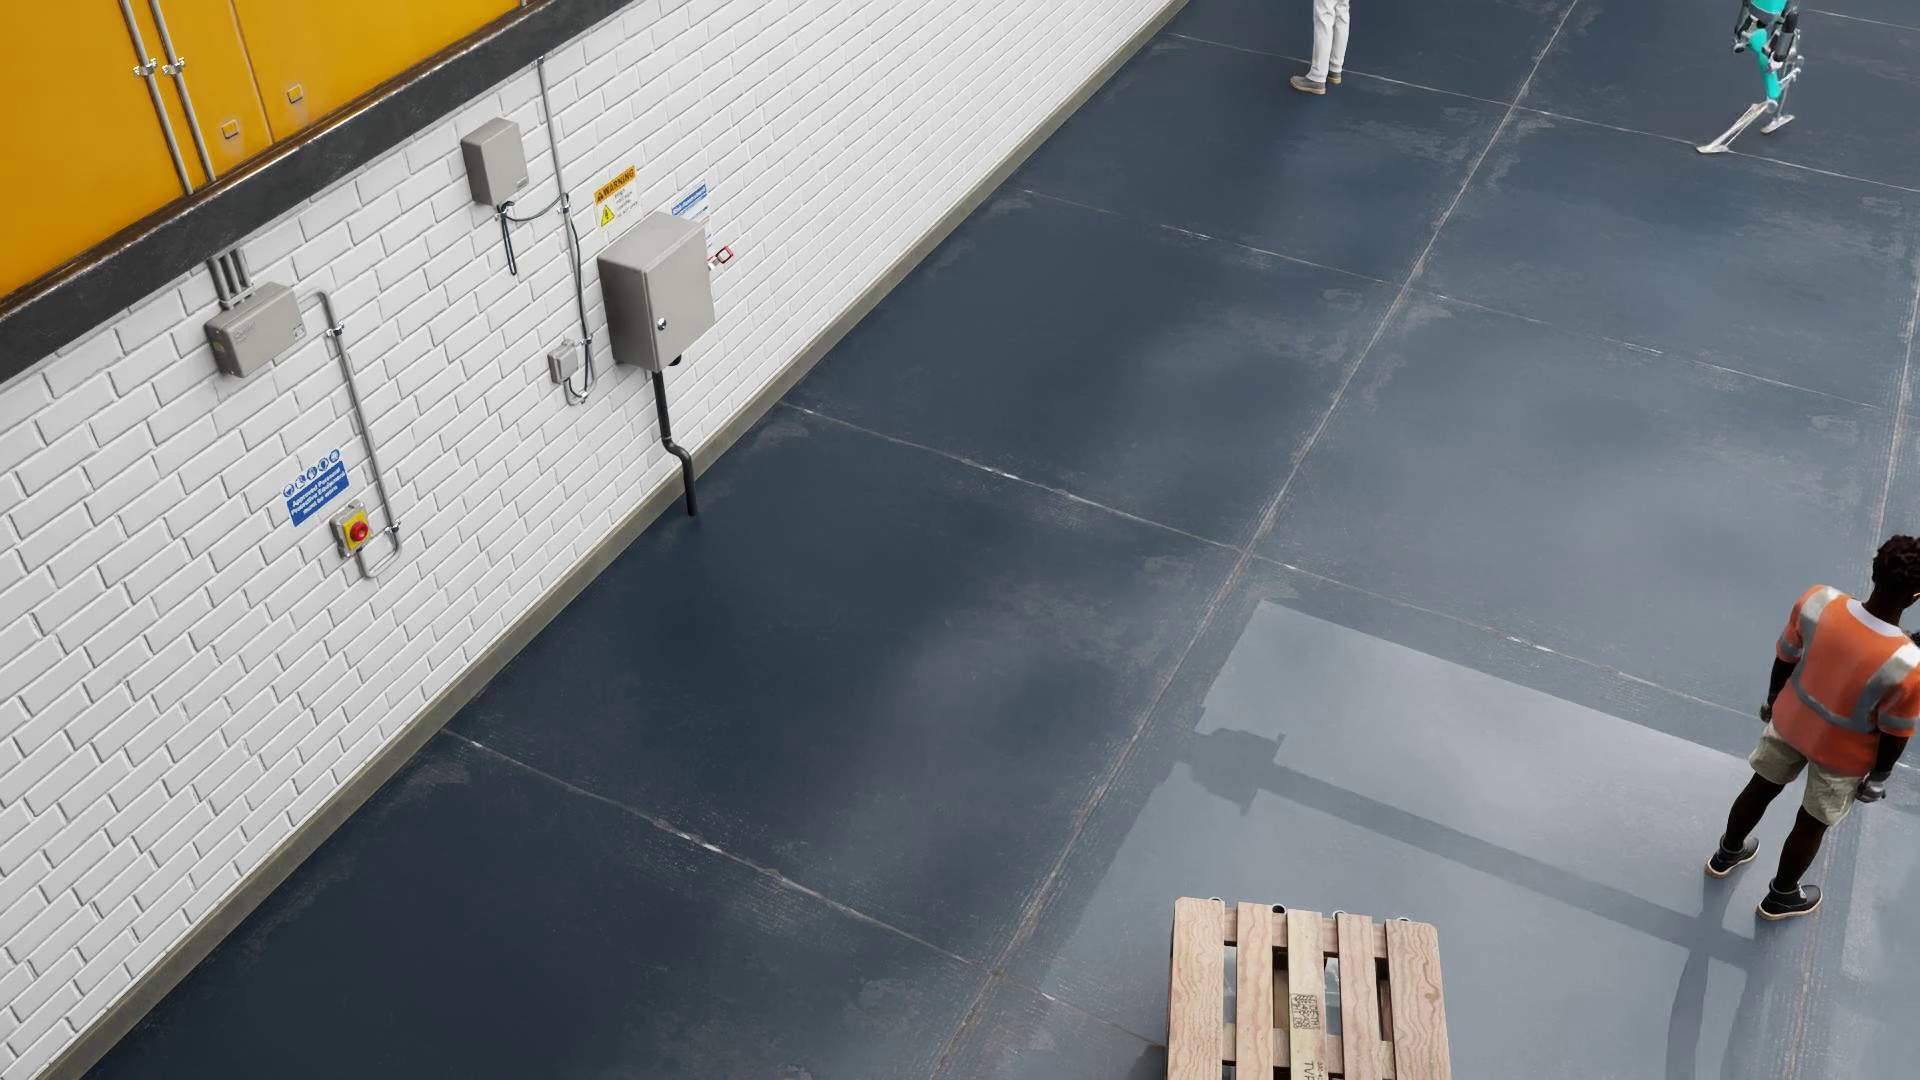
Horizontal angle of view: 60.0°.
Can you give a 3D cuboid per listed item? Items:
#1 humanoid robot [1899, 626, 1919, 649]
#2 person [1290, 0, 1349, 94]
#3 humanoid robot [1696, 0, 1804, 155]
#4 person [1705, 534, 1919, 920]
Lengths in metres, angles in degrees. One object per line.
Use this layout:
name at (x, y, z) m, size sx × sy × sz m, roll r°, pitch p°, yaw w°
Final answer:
humanoid robot at (4.896, 0.080, 7.715) m, size 0.610 × 1.637 × 0.781 m, roll -29°, pitch 49°, yaw -30°
person at (2.843, -4.333, 12.626) m, size 0.343 × 1.882 × 0.585 m, roll 31°, pitch 50°, yaw 31°
humanoid robot at (5.957, -3.610, 11.935) m, size 1.015 × 1.774 × 0.534 m, roll -11°, pitch 42°, yaw -13°
person at (3.472, 0.765, 6.653) m, size 0.368 × 1.966 × 0.601 m, roll -20°, pitch 45°, yaw -22°
